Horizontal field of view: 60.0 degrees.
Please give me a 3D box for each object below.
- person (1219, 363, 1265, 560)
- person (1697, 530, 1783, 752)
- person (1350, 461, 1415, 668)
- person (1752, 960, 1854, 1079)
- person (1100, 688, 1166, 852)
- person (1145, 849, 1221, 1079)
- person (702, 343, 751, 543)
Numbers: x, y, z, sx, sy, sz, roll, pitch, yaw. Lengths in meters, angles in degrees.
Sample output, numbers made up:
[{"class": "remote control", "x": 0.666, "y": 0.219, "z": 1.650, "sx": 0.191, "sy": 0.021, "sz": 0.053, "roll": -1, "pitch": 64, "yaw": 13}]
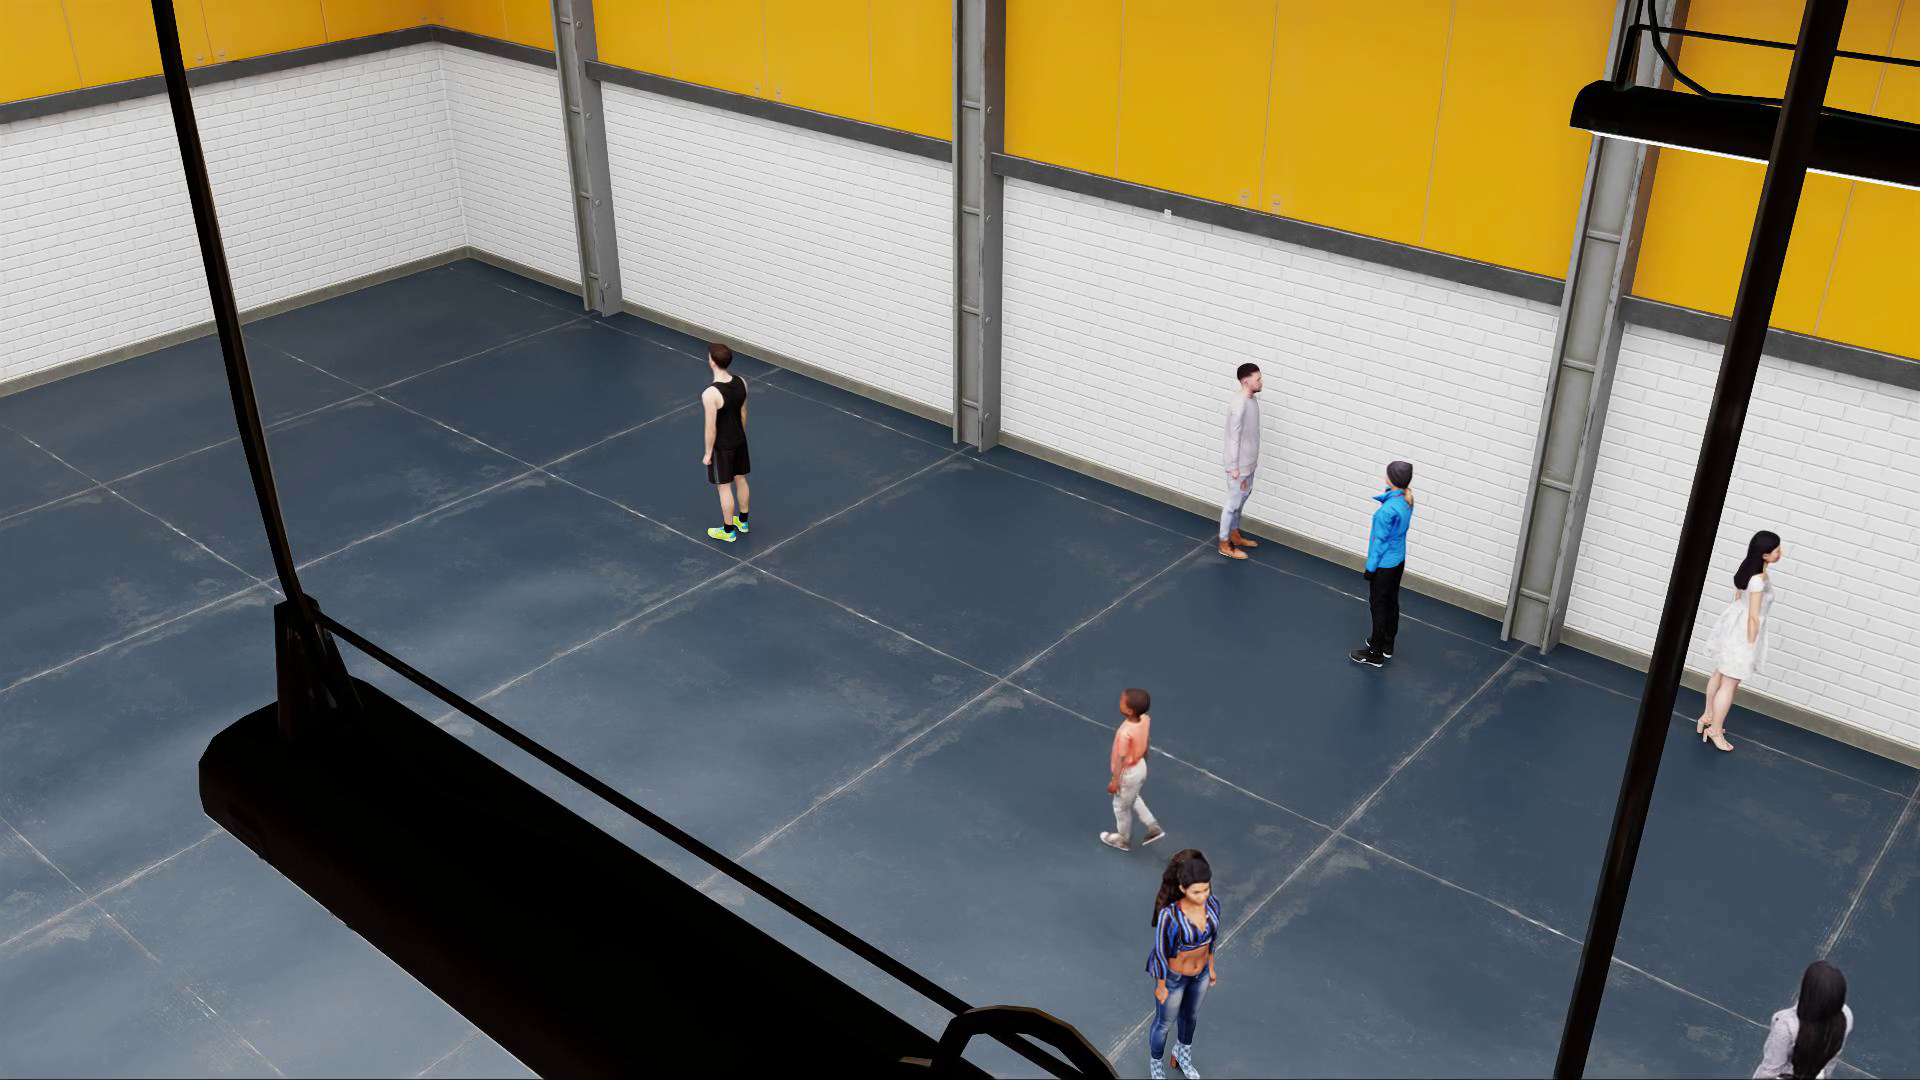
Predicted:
[{"class": "person", "x": 2.503, "y": -0.726, "z": 14.833, "sx": 0.671, "sy": 1.839, "sz": 0.732, "roll": 12, "pitch": 31, "yaw": 22}, {"class": "person", "x": 5.745, "y": 0.725, "z": 12.241, "sx": 0.782, "sy": 1.774, "sz": 0.757, "roll": 7, "pitch": 29, "yaw": 12}, {"class": "person", "x": 3.399, "y": 0.181, "z": 13.213, "sx": 0.520, "sy": 1.797, "sz": 0.617, "roll": 24, "pitch": 36, "yaw": 36}, {"class": "person", "x": 4.206, "y": 2.813, "z": 8.464, "sx": 0.672, "sy": 1.724, "sz": 0.708, "roll": -5, "pitch": 29, "yaw": -10}, {"class": "person", "x": 1.191, "y": 1.573, "z": 11.183, "sx": 0.690, "sy": 1.299, "sz": 0.523, "roll": 18, "pitch": 33, "yaw": 29}, {"class": "person", "x": 1.247, "y": 2.421, "z": 9.298, "sx": 0.674, "sy": 1.614, "sz": 0.662, "roll": -15, "pitch": 32, "yaw": -25}, {"class": "person", "x": -2.113, "y": -0.888, "z": 15.075, "sx": 0.600, "sy": 1.892, "sz": 0.684, "roll": 19, "pitch": 34, "yaw": 31}]
